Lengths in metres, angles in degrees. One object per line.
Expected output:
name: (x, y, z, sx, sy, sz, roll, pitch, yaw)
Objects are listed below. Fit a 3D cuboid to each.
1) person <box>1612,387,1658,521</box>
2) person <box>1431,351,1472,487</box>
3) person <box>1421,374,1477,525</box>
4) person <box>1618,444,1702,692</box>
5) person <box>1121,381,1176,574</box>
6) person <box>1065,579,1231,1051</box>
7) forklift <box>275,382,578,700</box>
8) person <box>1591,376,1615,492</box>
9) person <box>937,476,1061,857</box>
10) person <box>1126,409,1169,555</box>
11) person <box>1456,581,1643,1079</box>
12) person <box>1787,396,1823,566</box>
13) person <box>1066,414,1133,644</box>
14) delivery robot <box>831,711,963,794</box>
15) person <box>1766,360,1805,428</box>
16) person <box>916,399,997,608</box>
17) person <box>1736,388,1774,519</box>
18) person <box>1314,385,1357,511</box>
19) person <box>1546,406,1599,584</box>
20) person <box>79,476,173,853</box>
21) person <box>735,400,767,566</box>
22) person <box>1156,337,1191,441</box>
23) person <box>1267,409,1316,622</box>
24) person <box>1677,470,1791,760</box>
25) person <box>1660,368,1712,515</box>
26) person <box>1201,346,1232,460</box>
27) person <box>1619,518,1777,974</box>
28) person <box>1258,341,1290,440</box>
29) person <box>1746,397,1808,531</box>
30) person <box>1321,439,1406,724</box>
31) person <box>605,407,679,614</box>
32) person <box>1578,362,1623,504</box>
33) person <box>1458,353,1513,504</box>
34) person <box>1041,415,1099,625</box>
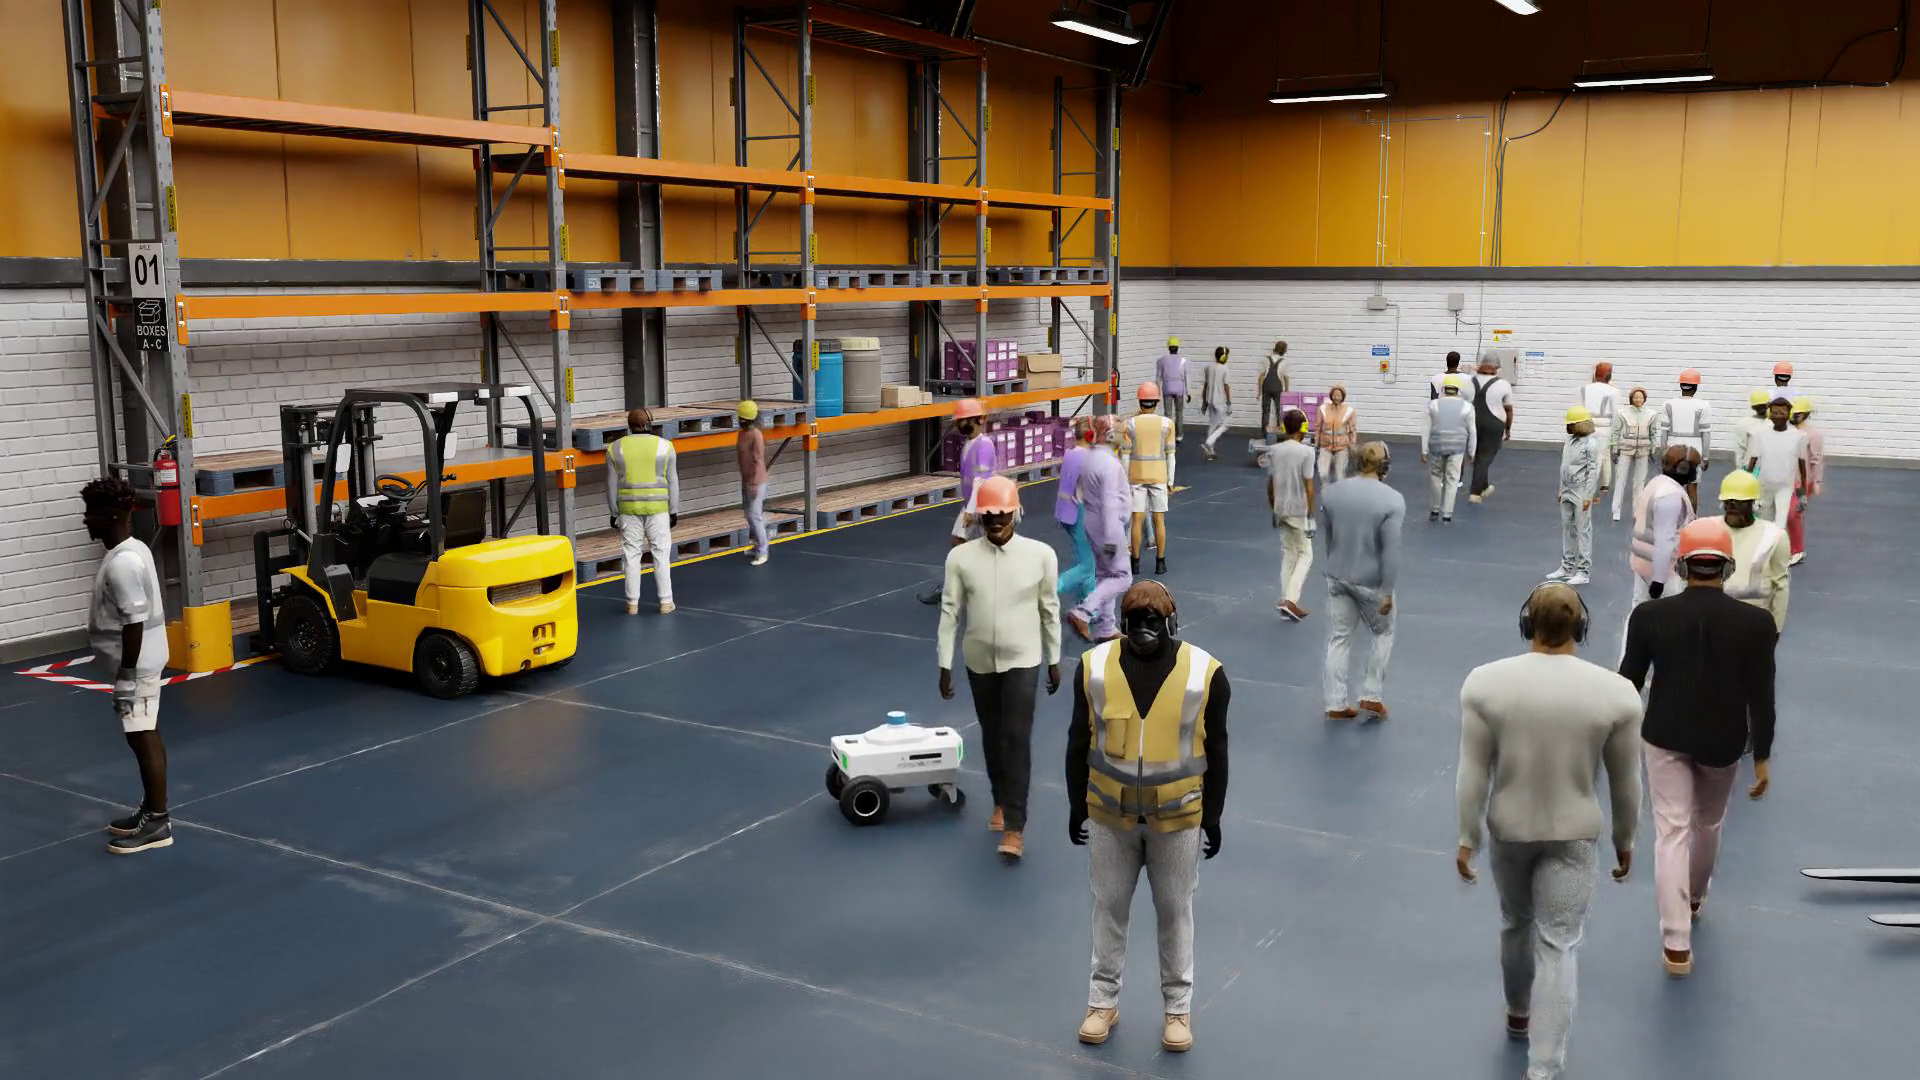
person: (8.205, -1.045, 20.243, 0.515, 1.640, 0.315, 1, 9, 8)
person: (6.920, -1.698, 23.457, 0.591, 1.919, 0.392, 1, 9, 7)
person: (5.912, -1.101, 20.089, 0.629, 1.799, 0.817, 3, 10, 18)
person: (5.103, 0.225, 11.803, 0.805, 1.801, 0.627, 2, 9, 9)
person: (1.875, -0.607, 16.636, 0.551, 1.938, 0.396, 0, 9, 3)
person: (0.717, 1.062, 6.470, 0.633, 1.843, 0.429, 2, 9, 13)
forklift: (-3.974, -0.067, 12.417, 2.313, 2.155, 1.214, 5, 11, 30)
person: (8.801, -1.474, 22.939, 0.499, 1.633, 0.279, -1, 9, -9)
person: (0.184, 0.652, 8.674, 0.647, 1.948, 0.972, 2, 9, 10)
person: (1.976, -0.641, 17.879, 0.846, 1.591, 0.503, -9, 13, -44)
person: (2.176, 1.088, 6.176, 0.647, 1.893, 1.009, 4, 10, 22)
person: (8.543, -0.595, 17.068, 0.483, 1.747, 0.556, -3, 9, -16)
person: (1.150, -0.072, 13.398, 0.519, 1.887, 0.656, -2, 9, -11)
delivery robot: (-0.348, 1.202, 9.286, 0.707, 0.478, 0.477, -3, 10, -15)
person: (10.122, -1.247, 20.579, 0.548, 1.937, 0.377, 1, 9, 6)
person: (0.053, -0.303, 14.826, 0.982, 1.882, 0.560, -4, 10, -26)
person: (8.997, -0.858, 18.768, 0.537, 1.732, 0.722, 0, 9, 3)
person: (4.703, -1.135, 20.855, 0.538, 1.620, 0.390, 4, 10, 22)
person: (5.977, -0.440, 16.174, 0.305, 1.737, 0.484, -2, 9, -15)
person: (-4.339, 0.643, 8.691, 0.371, 1.966, 0.608, -4, 10, -22)
person: (-2.167, -0.601, 17.221, 0.434, 1.720, 0.671, -5, 10, -26)
person: (3.784, -2.644, 29.483, 0.626, 1.874, 0.981, 1, 9, 9)
person: (2.861, -0.207, 14.403, 0.476, 1.844, 0.548, -7, 12, -39)
person: (4.717, 0.473, 10.216, 0.599, 1.817, 0.428, 9, 12, 43)
person: (8.265, -0.987, 18.960, 0.544, 1.939, 0.354, 7, 11, 36)
person: (4.087, -2.188, 26.739, 0.480, 1.848, 0.616, -7, 12, -38)
person: (3.248, 0.864, 7.400, 0.638, 1.932, 1.040, 4, 10, 21)
person: (5.581, -2.600, 29.439, 0.638, 1.814, 0.368, 3, 10, 19)
person: (7.896, -0.471, 16.124, 0.554, 1.812, 0.994, 7, 11, 35)
person: (2.685, 0.285, 11.132, 0.633, 1.907, 0.594, 8, 12, 42)
person: (-2.798, -0.255, 14.704, 0.624, 1.841, 0.430, -1, 9, -6)
person: (8.389, -1.395, 21.750, 0.720, 1.855, 0.603, -7, 11, -37)
person: (6.940, -1.516, 21.936, 0.676, 2.000, 1.068, 9, 13, 43)
person: (0.953, -0.143, 14.091, 0.713, 1.820, 0.575, -3, 9, -16)
